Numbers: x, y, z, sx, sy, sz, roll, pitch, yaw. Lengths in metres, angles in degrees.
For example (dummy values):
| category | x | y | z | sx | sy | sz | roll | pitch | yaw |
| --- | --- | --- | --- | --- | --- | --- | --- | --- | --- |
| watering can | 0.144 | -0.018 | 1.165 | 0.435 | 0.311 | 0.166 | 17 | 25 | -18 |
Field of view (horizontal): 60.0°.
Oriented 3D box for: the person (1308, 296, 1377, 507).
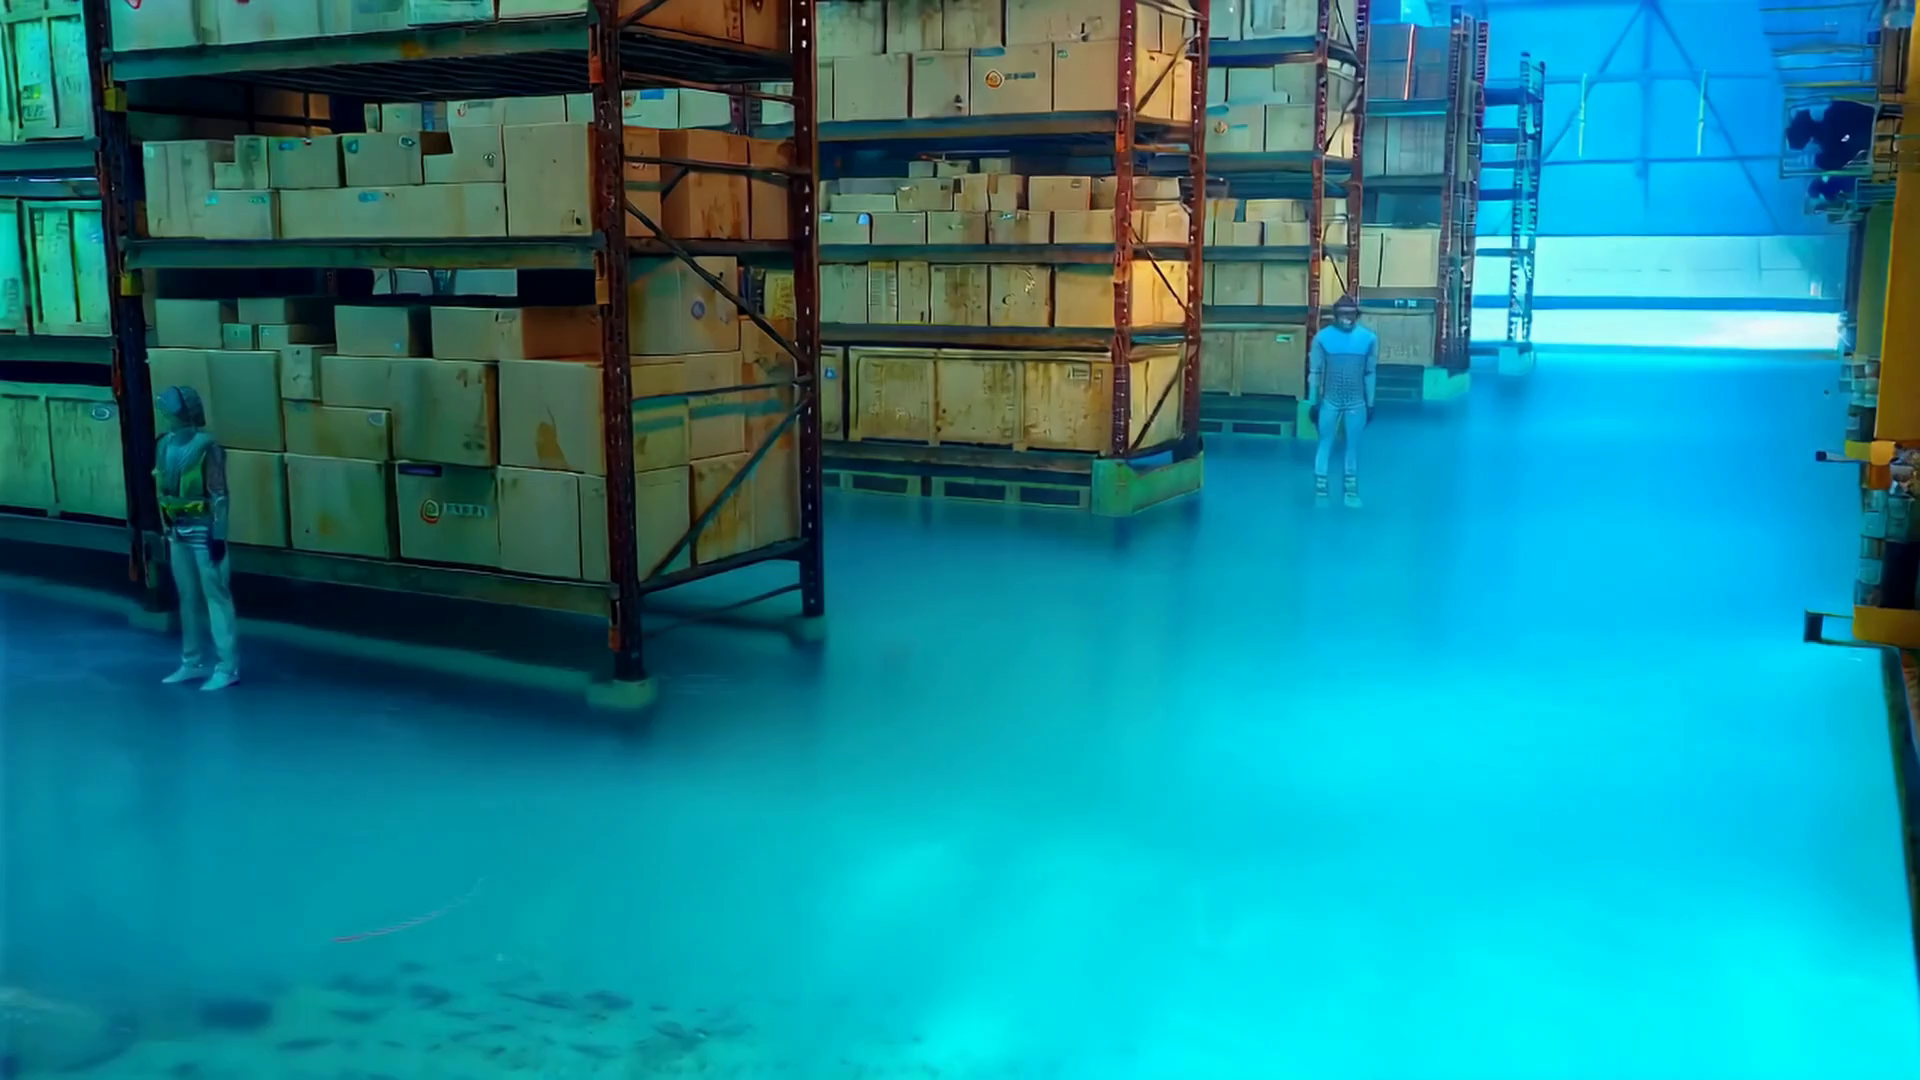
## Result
| category | x | y | z | sx | sy | sz | roll | pitch | yaw |
| --- | --- | --- | --- | --- | --- | --- | --- | --- | --- |
| person | 3.512 | -1.264 | 15.285 | 0.636 | 1.938 | 0.358 | -1 | 10 | -6 |

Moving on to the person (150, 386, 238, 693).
| category | x | y | z | sx | sy | sz | roll | pitch | yaw |
| --- | --- | --- | --- | --- | --- | --- | --- | --- | --- |
| person | -4.083 | -0.006 | 8.880 | 0.514 | 1.636 | 0.315 | 6 | 11 | 30 |
